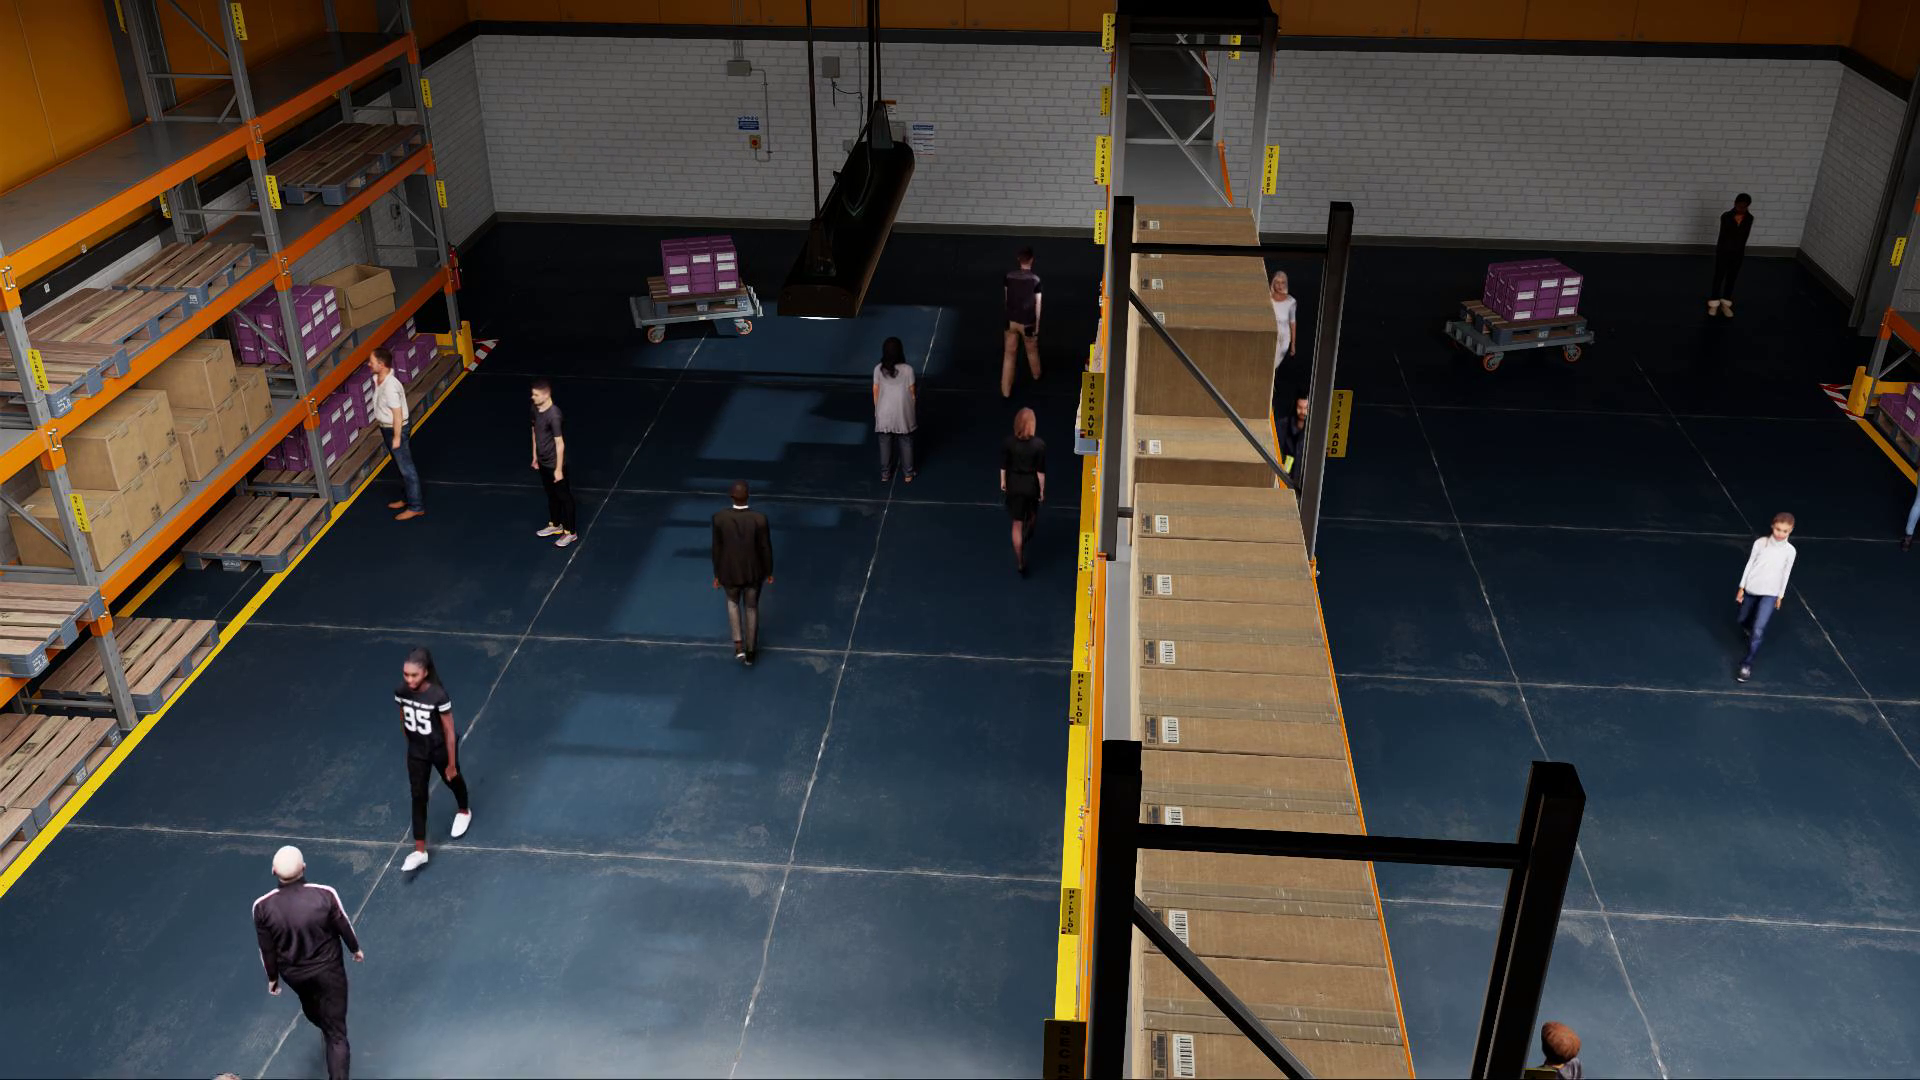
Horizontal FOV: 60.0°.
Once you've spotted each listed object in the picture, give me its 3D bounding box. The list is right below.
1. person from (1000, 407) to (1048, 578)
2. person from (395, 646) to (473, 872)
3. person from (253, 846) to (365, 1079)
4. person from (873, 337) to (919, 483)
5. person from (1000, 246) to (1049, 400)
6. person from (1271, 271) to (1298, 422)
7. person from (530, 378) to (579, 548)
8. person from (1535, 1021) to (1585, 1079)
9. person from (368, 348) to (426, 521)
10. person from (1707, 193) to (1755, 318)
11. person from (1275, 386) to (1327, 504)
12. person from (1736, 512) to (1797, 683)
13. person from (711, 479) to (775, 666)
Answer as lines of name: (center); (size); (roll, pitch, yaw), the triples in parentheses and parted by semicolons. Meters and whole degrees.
person: (0.600, -0.423, 15.966); (0.584, 1.668, 1.017); (2, 29, 4)
person: (-3.876, 1.525, 12.364); (0.704, 1.697, 1.083); (6, 29, 10)
person: (-3.928, 2.706, 10.108); (0.978, 1.785, 1.337); (-7, 29, -12)
person: (-0.698, -1.395, 17.811); (0.619, 1.608, 0.642); (3, 29, 6)
person: (0.691, -2.526, 19.704); (0.992, 1.781, 1.311); (12, 31, 20)
person: (3.669, -2.326, 19.412); (0.693, 1.710, 1.128); (-1, 29, -2)
person: (-4.057, -0.793, 16.546); (0.719, 1.763, 0.759); (25, 38, 38)
person: (3.284, 3.296, 9.380); (0.611, 1.446, 0.630); (-10, 30, -18)
person: (-5.765, -1.118, 17.044); (0.815, 1.856, 0.708); (-14, 32, -25)
person: (10.302, -3.842, 22.242); (0.613, 1.660, 0.564); (2, 29, 4)
person: (3.249, -0.651, 16.220); (0.774, 1.826, 1.110); (2, 29, 4)
person: (7.022, 0.425, 14.546); (0.855, 1.539, 1.061); (18, 34, 30)
person: (-1.892, 0.330, 14.453); (0.717, 1.795, 0.699); (-1, 29, -2)
